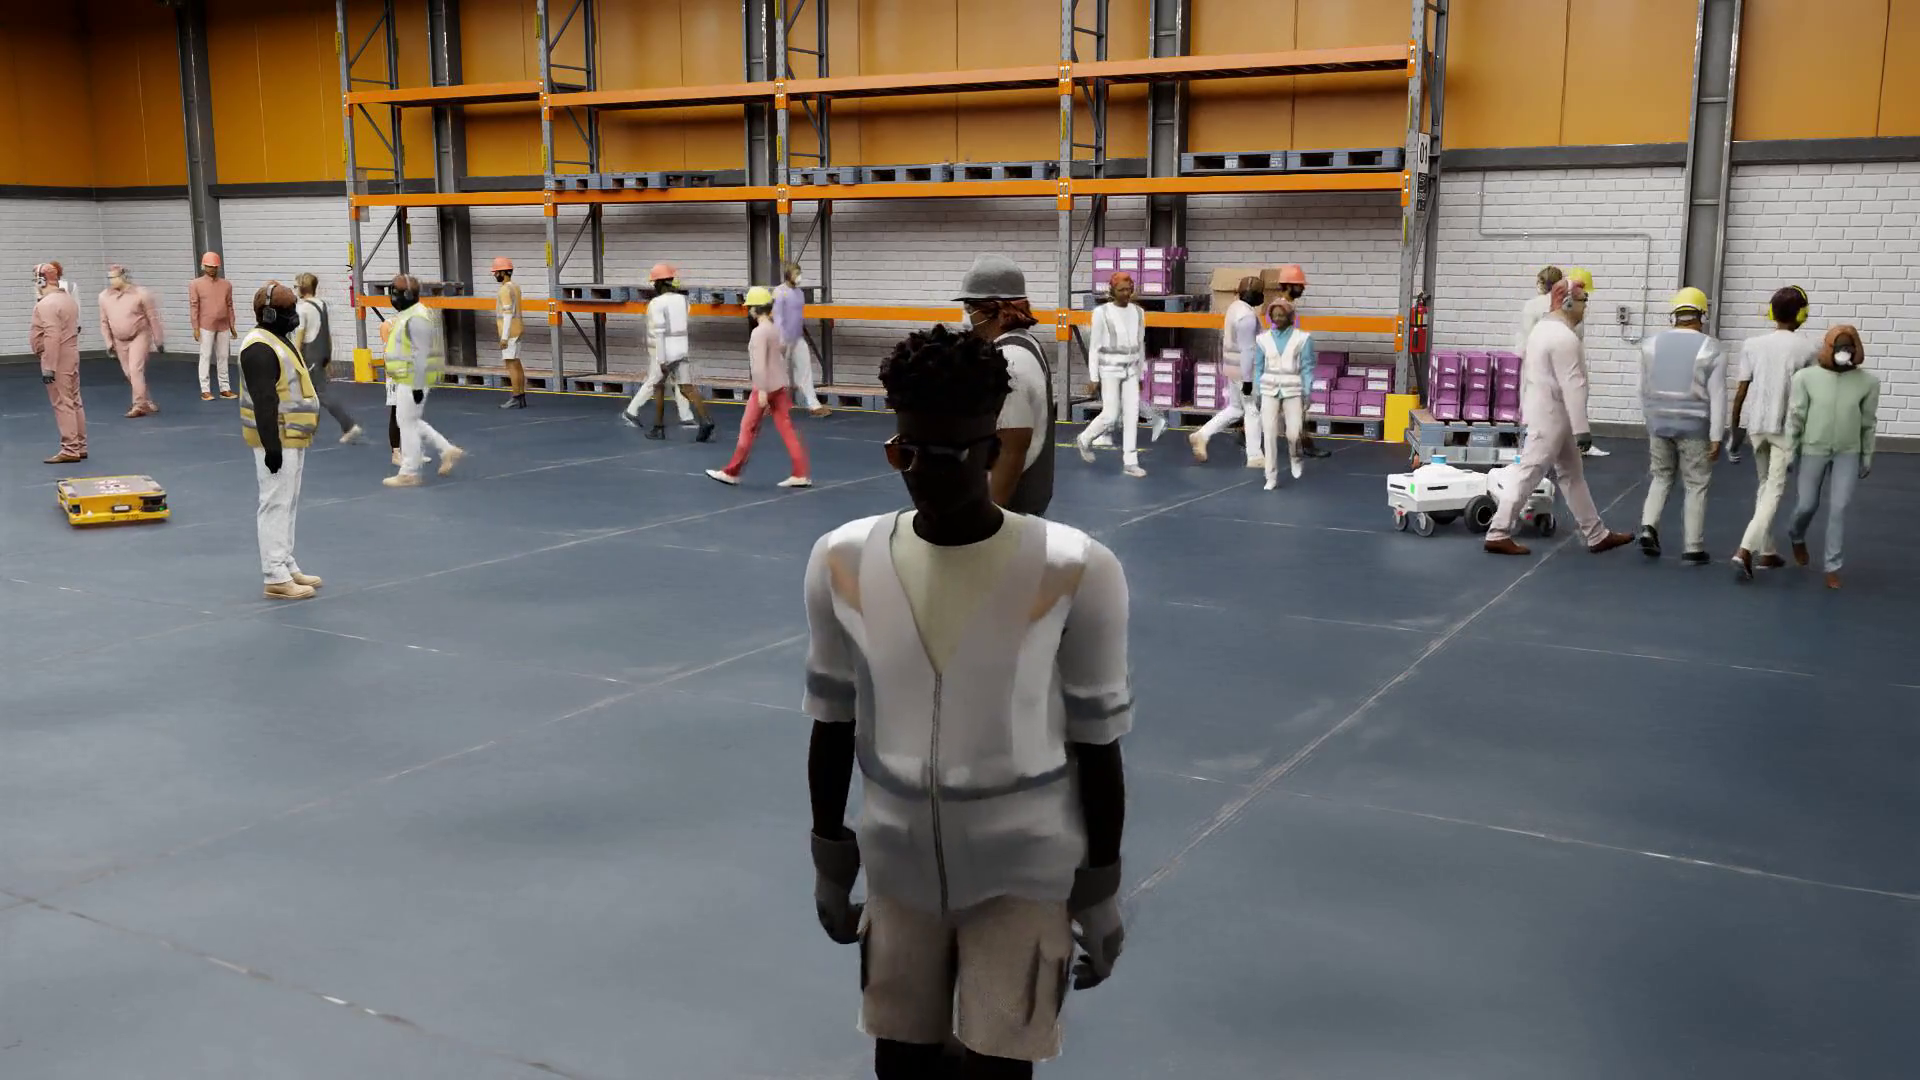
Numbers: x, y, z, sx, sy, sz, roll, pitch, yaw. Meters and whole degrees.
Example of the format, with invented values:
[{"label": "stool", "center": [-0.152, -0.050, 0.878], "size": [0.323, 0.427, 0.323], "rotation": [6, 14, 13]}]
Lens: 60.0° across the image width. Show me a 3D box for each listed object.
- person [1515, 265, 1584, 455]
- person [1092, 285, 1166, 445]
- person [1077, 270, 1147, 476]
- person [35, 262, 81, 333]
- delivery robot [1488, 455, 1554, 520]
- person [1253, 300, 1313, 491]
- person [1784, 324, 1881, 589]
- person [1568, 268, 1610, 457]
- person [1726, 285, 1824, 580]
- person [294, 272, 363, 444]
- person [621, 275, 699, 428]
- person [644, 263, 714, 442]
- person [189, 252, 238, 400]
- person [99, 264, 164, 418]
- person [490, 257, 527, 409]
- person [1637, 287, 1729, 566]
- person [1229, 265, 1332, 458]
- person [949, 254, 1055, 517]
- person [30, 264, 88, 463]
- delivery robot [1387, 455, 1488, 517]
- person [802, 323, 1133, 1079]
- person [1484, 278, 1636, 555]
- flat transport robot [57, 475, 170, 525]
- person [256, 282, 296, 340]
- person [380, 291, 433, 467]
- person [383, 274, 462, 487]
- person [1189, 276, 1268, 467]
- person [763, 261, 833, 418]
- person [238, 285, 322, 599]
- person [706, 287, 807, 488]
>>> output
[{"label": "person", "center": [5.544, -1.622, 15.596], "size": [0.626, 1.898, 0.986], "rotation": [-4, 11, -23]}, {"label": "person", "center": [1.748, -1.833, 17.300], "size": [0.772, 1.709, 0.492], "rotation": [0, 10, -3]}, {"label": "person", "center": [1.393, -1.521, 15.138], "size": [0.593, 1.865, 0.740], "rotation": [-6, 12, -32]}, {"label": "person", "center": [-13.408, -3.207, 24.776], "size": [0.581, 1.832, 1.005], "rotation": [-6, 12, -30]}, {"label": "delivery robot", "center": [4.062, -0.375, 12.057], "size": [0.477, 0.478, 0.707], "rotation": [1, 10, 6]}, {"label": "person", "center": [2.763, -1.242, 14.214], "size": [0.521, 1.620, 0.503], "rotation": [4, 11, 21]}, {"label": "person", "center": [5.335, -0.536, 10.254], "size": [0.509, 1.611, 0.587], "rotation": [3, 10, 16]}, {"label": "person", "center": [5.901, -1.715, 16.243], "size": [0.836, 1.857, 0.595], "rotation": [6, 12, 29]}, {"label": "person", "center": [5.080, -0.672, 10.393], "size": [0.907, 1.836, 0.525], "rotation": [-9, 13, -40]}, {"label": "person", "center": [-6.698, -1.888, 17.357], "size": [0.922, 1.811, 0.527], "rotation": [1, 10, 8]}, {"label": "person", "center": [-3.412, -2.150, 18.876], "size": [0.889, 1.798, 0.595], "rotation": [2, 10, 9]}, {"label": "person", "center": [-3.001, -1.978, 17.607], "size": [0.891, 1.903, 0.539], "rotation": [8, 13, 39]}, {"label": "person", "center": [-10.066, -2.884, 22.464], "size": [0.392, 1.990, 0.614], "rotation": [8, 13, 37]}, {"label": "person", "center": [-10.083, -2.438, 20.334], "size": [0.655, 1.859, 0.801], "rotation": [1, 10, 7]}, {"label": "person", "center": [-5.773, -2.635, 21.215], "size": [0.377, 1.932, 0.552], "rotation": [0, 10, 0]}, {"label": "person", "center": [4.692, -0.739, 10.833], "size": [0.609, 1.806, 0.464], "rotation": [10, 14, 44]}, {"label": "person", "center": [3.144, -1.750, 16.350], "size": [0.991, 1.900, 0.545], "rotation": [2, 10, 12]}, {"label": "person", "center": [0.120, -0.168, 6.945], "size": [0.536, 2.000, 0.688], "rotation": [1, 10, 7]}, {"label": "person", "center": [-8.660, -1.684, 15.932], "size": [0.400, 1.900, 0.644], "rotation": [-2, 10, -9]}, {"label": "delivery robot", "center": [3.462, -0.376, 12.065], "size": [0.707, 0.478, 0.477], "rotation": [-4, 11, -21]}, {"label": "person", "center": [0.033, 0.562, 3.109], "size": [0.613, 1.945, 0.757], "rotation": [3, 11, 18]}, {"label": "person", "center": [4.007, -0.802, 11.069], "size": [1.005, 1.848, 0.670], "rotation": [2, 10, 9]}, {"label": "flat transport robot", "center": [-6.560, -0.327, 12.855], "size": [0.652, 0.197, 1.431], "rotation": [-6, 12, -31]}, {"label": "person", "center": [-9.452, -2.782, 23.051], "size": [0.505, 1.583, 0.886], "rotation": [-7, 12, -34]}, {"label": "person", "center": [-5.223, -1.541, 15.689], "size": [0.320, 1.698, 0.531], "rotation": [3, 11, 19]}, {"label": "person", "center": [-4.702, -1.379, 14.401], "size": [0.598, 1.829, 0.643], "rotation": [-5, 11, -25]}, {"label": "person", "center": [2.583, -1.559, 15.505], "size": [0.755, 1.808, 0.637], "rotation": [-1, 10, -4]}, {"label": "person", "center": [-2.039, -2.407, 20.076], "size": [1.006, 1.888, 0.646], "rotation": [6, 12, 29]}, {"label": "person", "center": [-4.010, -0.581, 9.850], "size": [0.429, 1.841, 0.634], "rotation": [-2, 10, -11]}, {"label": "person", "center": [-1.719, -1.299, 14.238], "size": [0.895, 1.713, 0.549], "rotation": [3, 10, 15]}]
